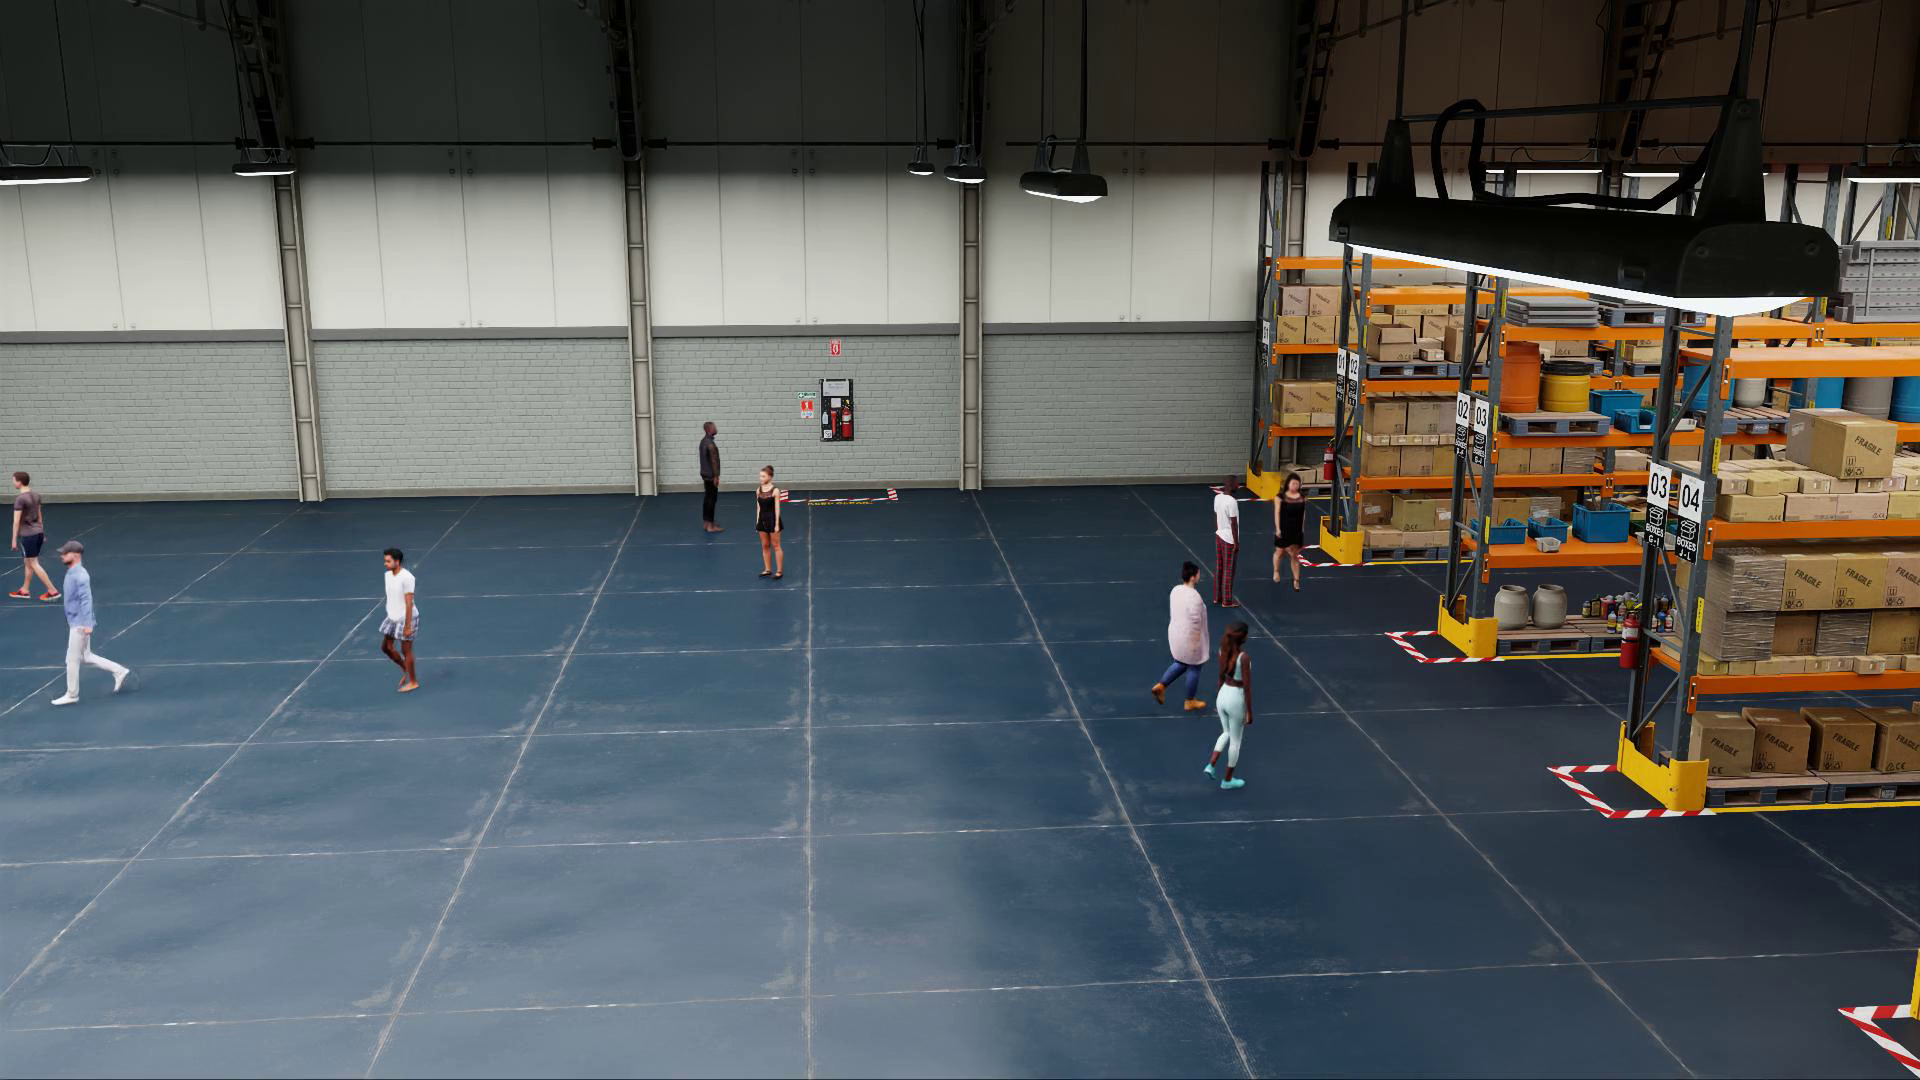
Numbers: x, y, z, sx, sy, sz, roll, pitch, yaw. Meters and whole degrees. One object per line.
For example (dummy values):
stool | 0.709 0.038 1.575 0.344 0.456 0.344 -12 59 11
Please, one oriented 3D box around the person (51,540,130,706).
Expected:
person | -9.958 0.919 18.956 1.182 1.865 0.998 -10 16 -36

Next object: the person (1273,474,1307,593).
person | 4.664 -0.107 23.827 0.996 1.666 0.689 -1 13 -6

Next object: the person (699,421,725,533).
person | -4.138 -1.061 27.572 0.689 1.835 0.761 -6 14 -24

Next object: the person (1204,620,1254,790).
person | 2.592 1.630 16.222 0.821 1.712 0.740 -9 16 -33

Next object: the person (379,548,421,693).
person | -6.429 0.904 19.362 0.764 1.710 0.844 9 16 35

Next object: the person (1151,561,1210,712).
person | 2.458 1.085 18.539 0.983 1.728 0.847 -6 14 -24

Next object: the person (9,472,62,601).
person | -12.871 -0.030 23.139 1.053 1.826 0.760 1 13 3

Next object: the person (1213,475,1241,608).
person | 3.686 -0.002 23.000 0.640 1.833 0.716 -5 14 -21

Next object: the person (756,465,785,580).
person | -2.799 -0.266 24.488 0.670 1.676 0.747 8 15 31
